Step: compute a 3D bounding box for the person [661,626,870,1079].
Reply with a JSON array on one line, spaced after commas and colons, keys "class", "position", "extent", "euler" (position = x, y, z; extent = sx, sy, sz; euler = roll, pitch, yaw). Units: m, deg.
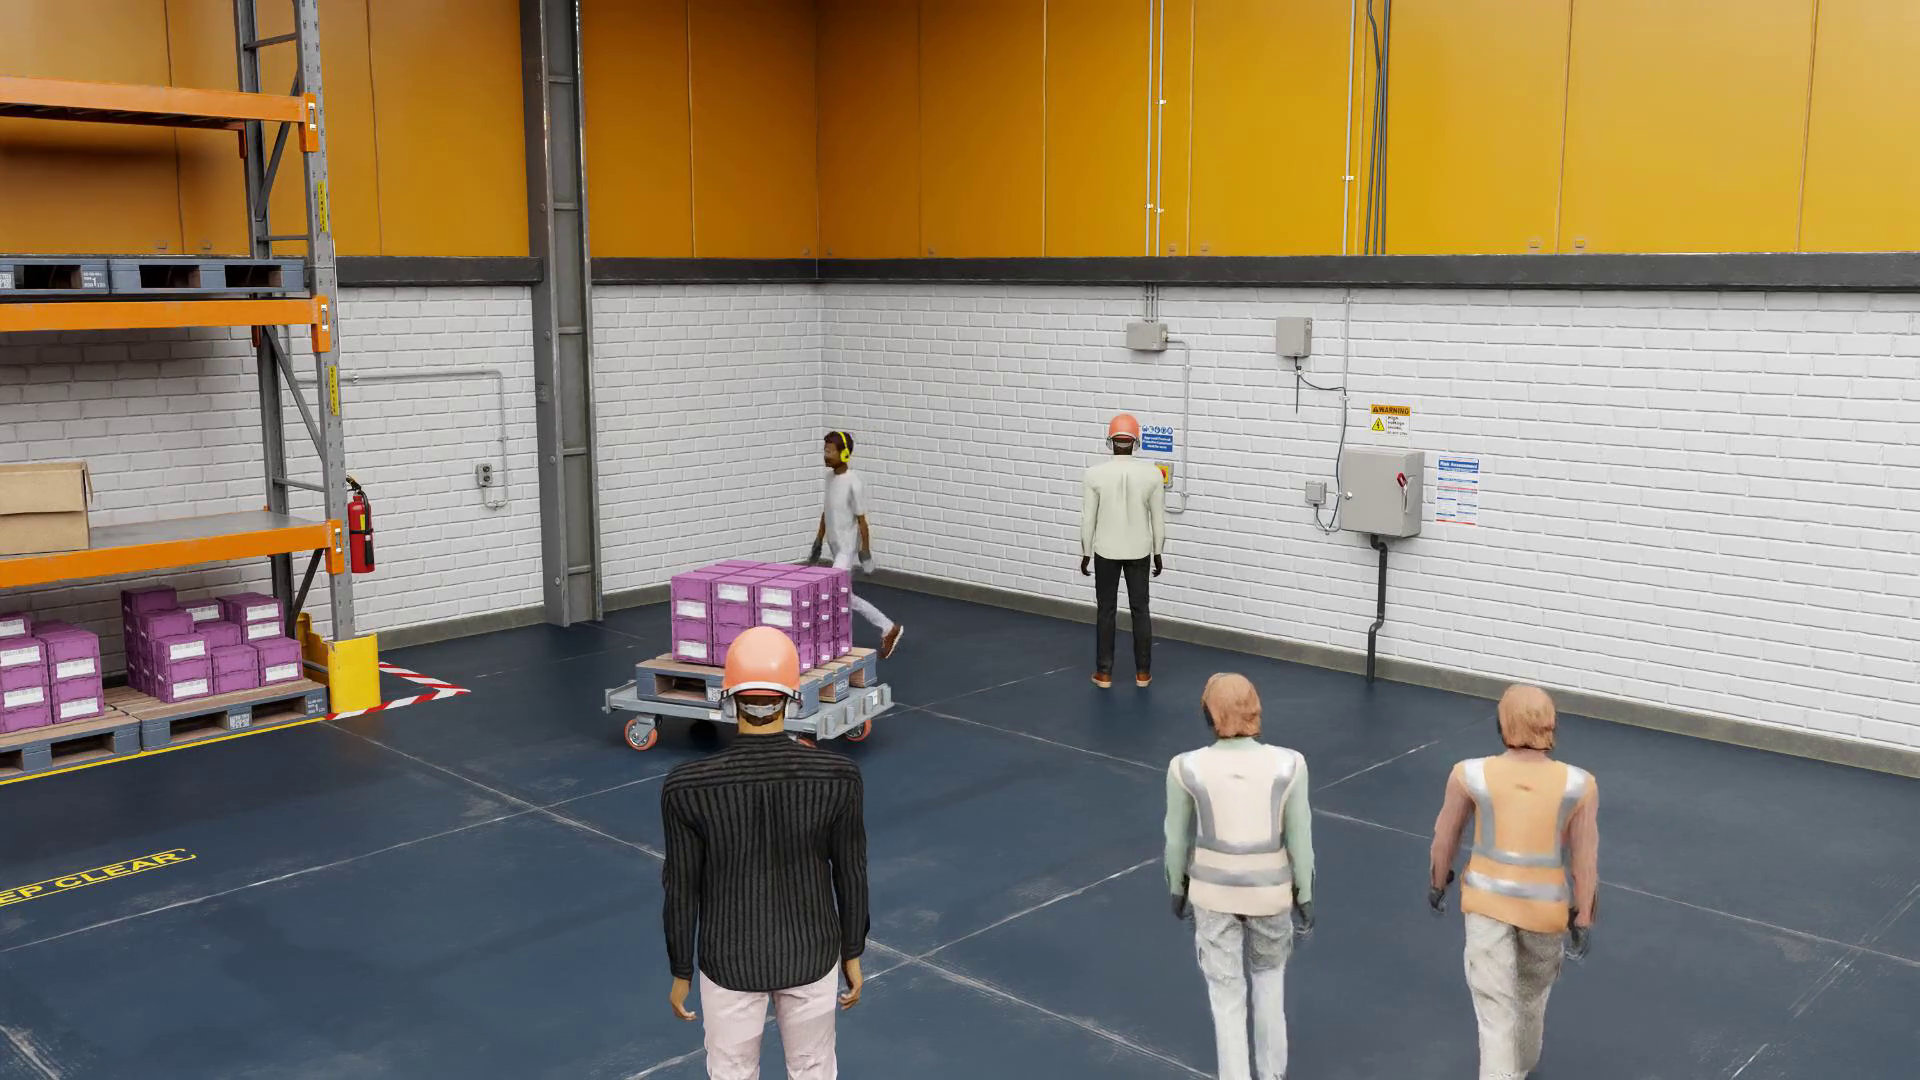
[{"class": "person", "position": [-0.575, 1.240, 4.961], "extent": [0.612, 1.995, 0.382], "euler": [-2, 10, -14]}]

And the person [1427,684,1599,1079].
[{"class": "person", "position": [1.931, 1.288, 5.854], "extent": [0.535, 1.587, 0.856], "euler": [2, 9, 11]}]

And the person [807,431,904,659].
[{"class": "person", "position": [-0.819, 0.076, 12.585], "extent": [0.846, 1.844, 0.508], "euler": [-4, 10, -25]}]

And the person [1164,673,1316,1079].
[{"class": "person", "position": [0.988, 1.264, 5.931], "extent": [0.530, 1.612, 0.548], "euler": [1, 9, 5]}]

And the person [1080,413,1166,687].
[{"class": "person", "position": [1.178, 0.078, 12.089], "extent": [0.623, 1.992, 0.396], "euler": [0, 9, -2]}]
